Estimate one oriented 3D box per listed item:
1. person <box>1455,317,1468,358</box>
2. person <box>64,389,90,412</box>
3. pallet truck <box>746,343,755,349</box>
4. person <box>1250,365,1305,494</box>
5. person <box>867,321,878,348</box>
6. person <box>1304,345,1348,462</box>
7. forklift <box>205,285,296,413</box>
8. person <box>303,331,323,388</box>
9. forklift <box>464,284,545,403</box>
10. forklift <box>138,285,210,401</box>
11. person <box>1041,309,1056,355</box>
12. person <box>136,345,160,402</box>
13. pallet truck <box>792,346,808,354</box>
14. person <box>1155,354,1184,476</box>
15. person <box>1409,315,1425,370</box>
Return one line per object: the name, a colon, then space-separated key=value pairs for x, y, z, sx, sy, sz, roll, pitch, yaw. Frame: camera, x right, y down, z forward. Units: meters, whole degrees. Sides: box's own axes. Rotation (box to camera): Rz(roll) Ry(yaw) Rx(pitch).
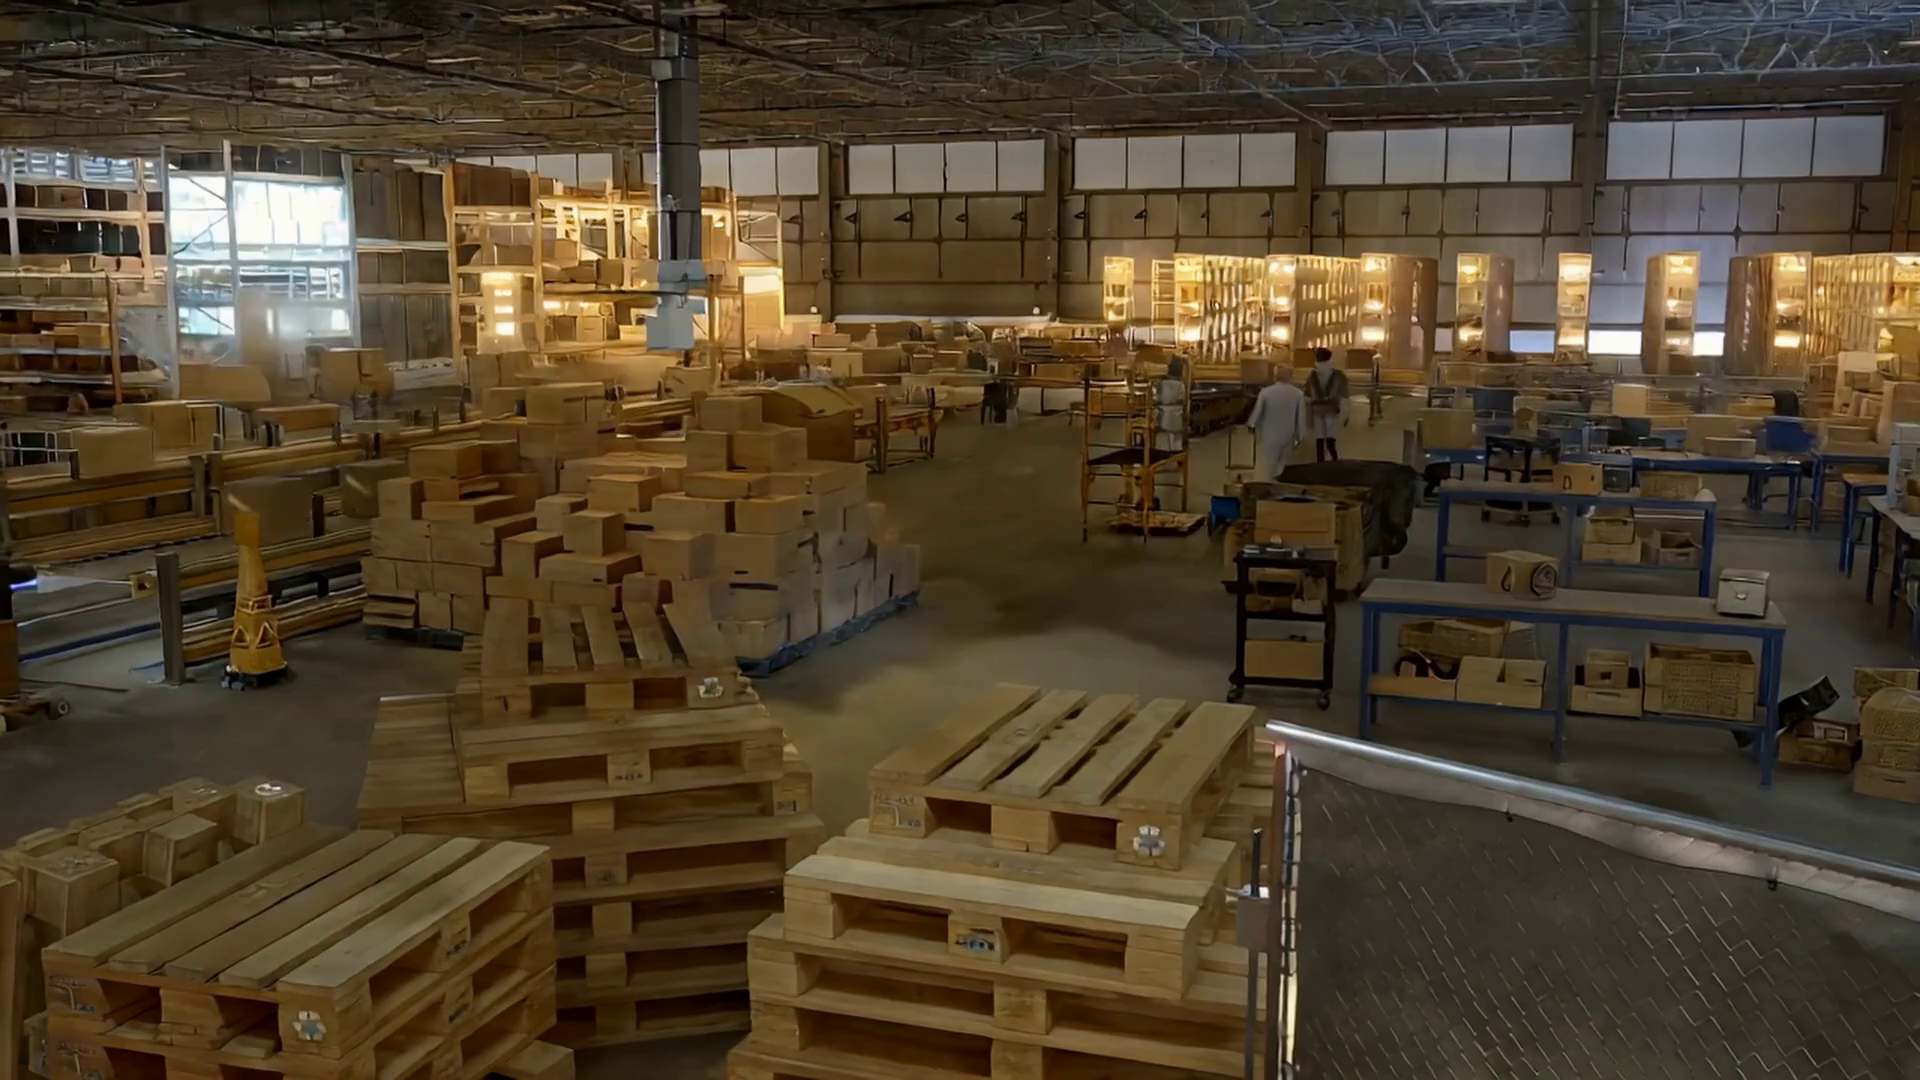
person: x=16.269 y=-6.422 z=53.742 sx=0.584 sy=1.820 sz=0.670 roll=2 pitch=9 yaw=14
person: x=-17.923 y=-3.149 z=33.724 sx=0.889 sy=1.641 sz=0.539 roll=7 pitch=11 yaw=37
pallet truck: x=-6.183 y=-4.618 z=44.264 sx=1.601 sy=1.201 sz=0.680 roll=-9 pitch=12 yaw=-43
person: x=4.207 y=-1.379 z=21.958 sx=0.675 sy=1.867 sz=0.937 roll=0 pitch=9 yaw=-2
person: x=-2.520 y=-5.282 z=46.815 sx=0.678 sy=1.748 sz=0.528 roll=4 pitch=10 yaw=25
person: x=5.291 y=-1.809 z=24.128 sx=0.636 sy=2.021 sz=0.457 roll=5 pitch=11 yaw=30
forklift: x=-15.402 y=-4.170 z=36.274 sx=1.873 sy=2.768 sz=1.129 roll=-8 pitch=12 yaw=-41
person: x=-15.104 y=-4.040 z=39.029 sx=0.534 sy=1.749 sz=0.669 roll=2 pitch=9 yaw=11
forklift: x=-10.832 y=-4.702 z=39.610 sx=1.129 sy=2.768 sz=1.873 roll=3 pitch=10 yaw=20
forklift: x=-17.480 y=-4.200 z=36.461 sx=1.873 sy=2.768 sz=1.129 roll=3 pitch=10 yaw=19
person: x=2.907 y=-6.277 z=52.398 sx=0.971 sy=1.948 sz=0.662 roll=2 pitch=9 yaw=10
person: x=-16.624 y=-3.176 z=34.021 sx=0.419 sy=1.606 sz=0.519 roll=5 pitch=10 yaw=27
pallet truck: x=-3.705 y=-4.298 z=42.022 sx=0.653 sy=1.274 sz=1.630 roll=3 pitch=10 yaw=20
person: x=3.234 y=-1.902 z=25.305 sx=0.588 sy=1.835 sz=0.403 roll=-8 pitch=12 yaw=-41
person: x=14.225 y=-6.143 z=52.018 sx=0.755 sy=1.812 sz=0.574 roll=4 pitch=10 yaw=25
